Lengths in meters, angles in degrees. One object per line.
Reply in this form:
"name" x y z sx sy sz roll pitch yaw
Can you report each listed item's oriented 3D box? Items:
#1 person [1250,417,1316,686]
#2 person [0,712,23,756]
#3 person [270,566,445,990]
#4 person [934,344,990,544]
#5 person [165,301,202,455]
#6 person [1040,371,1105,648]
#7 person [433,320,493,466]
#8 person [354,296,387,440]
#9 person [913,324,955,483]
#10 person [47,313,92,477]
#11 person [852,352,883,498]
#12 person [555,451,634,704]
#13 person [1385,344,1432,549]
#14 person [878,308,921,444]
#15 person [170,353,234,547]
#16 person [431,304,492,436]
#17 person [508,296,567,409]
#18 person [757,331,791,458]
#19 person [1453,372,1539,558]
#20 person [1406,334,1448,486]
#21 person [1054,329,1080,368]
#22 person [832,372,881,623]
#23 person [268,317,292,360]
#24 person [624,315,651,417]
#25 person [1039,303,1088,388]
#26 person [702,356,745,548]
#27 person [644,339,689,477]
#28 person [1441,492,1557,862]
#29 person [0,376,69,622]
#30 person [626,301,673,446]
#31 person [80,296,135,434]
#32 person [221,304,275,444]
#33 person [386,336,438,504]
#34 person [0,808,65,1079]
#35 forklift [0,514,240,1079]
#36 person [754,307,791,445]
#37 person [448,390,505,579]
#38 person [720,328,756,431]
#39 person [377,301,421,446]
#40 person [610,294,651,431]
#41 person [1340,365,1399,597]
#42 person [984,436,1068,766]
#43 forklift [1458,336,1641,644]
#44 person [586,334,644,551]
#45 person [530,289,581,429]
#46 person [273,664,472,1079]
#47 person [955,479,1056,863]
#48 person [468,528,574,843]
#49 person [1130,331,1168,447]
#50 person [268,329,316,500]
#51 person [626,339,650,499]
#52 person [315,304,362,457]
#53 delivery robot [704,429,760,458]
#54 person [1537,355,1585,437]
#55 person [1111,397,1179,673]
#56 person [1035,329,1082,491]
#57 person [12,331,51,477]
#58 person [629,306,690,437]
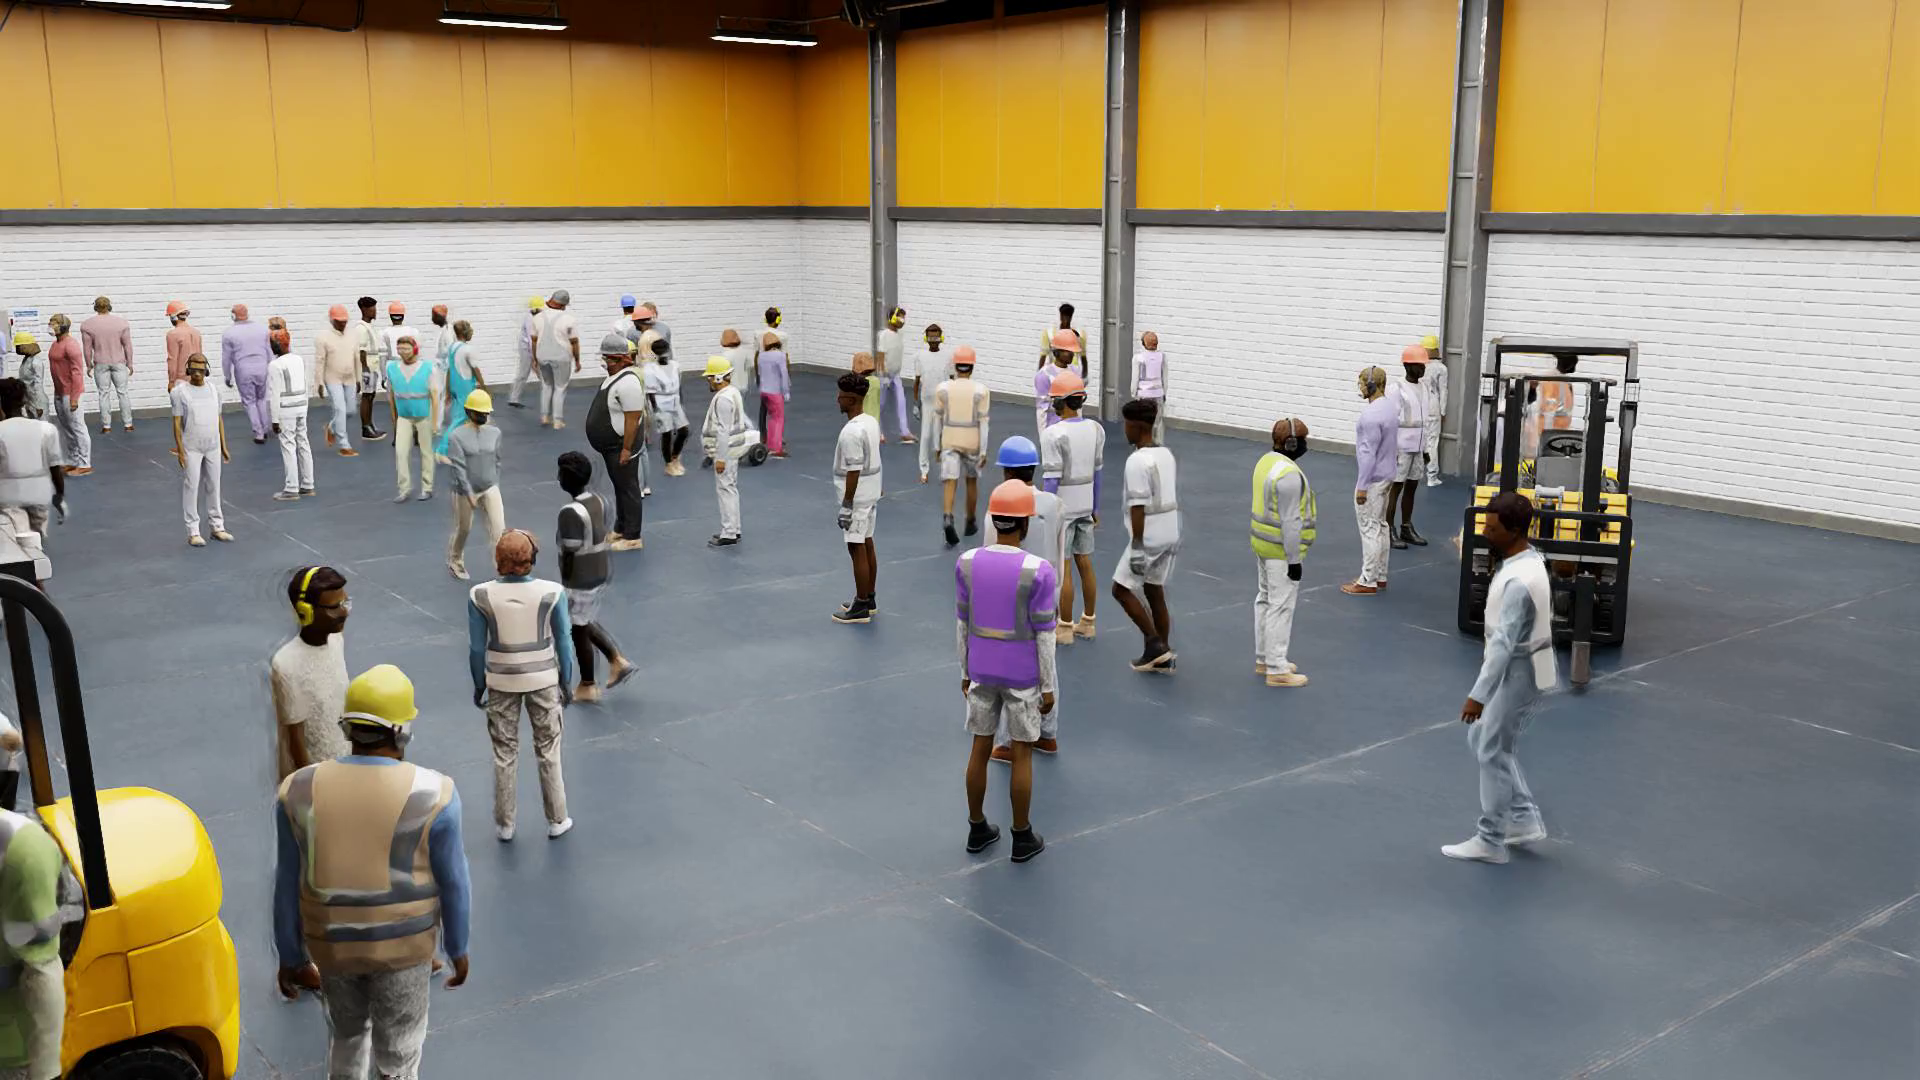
"person" 2.205 0.077 11.381 0.429 1.838 0.632 -1 12 -5
"person" -5.860 0.453 9.678 0.894 1.828 0.635 3 12 13
"person" -2.535 1.010 6.853 0.794 1.839 0.510 2 12 10
"person" 0.004 -0.923 16.037 0.555 1.908 0.893 2 12 10
"person" -10.037 -2.100 21.533 0.410 1.982 0.626 2 12 11
"person" 0.789 -0.228 12.330 0.614 2.041 0.393 -11 16 -42
"person" -6.236 -1.832 20.698 0.965 1.807 0.511 -11 16 -41
"person" -8.108 -2.361 22.817 0.367 1.964 0.609 -2 12 -8
"person" -0.288 -1.583 19.329 0.511 1.862 0.324 0 12 0
"person" -10.631 -1.724 19.809 0.632 1.940 0.372 10 15 41
"person" -1.030 -1.242 18.242 0.271 1.627 0.501 6 13 26
"person" -2.456 0.252 10.873 0.398 1.684 0.545 1 12 6
"person" 4.261 -0.888 15.763 0.545 1.942 0.350 -8 14 -35
"person" -0.875 -2.180 22.275 0.568 1.823 0.886 -11 16 -44
"person" -7.252 -0.869 15.918 0.347 1.841 0.505 9 15 37
"person" -7.054 -2.367 23.171 0.940 1.848 0.581 -4 12 -19
"person" -6.641 -2.915 25.953 0.966 1.772 0.615 0 12 -2
"person" -2.396 -1.863 21.283 0.530 1.610 0.410 10 15 40
"person" 4.794 -0.586 14.644 0.825 1.808 0.627 7 14 32
"person" 5.369 -1.493 19.168 0.487 1.744 0.297 7 13 29
"person" 1.319 -1.758 20.573 0.322 1.692 0.532 -4 12 -18
"person" -0.812 -0.333 13.027 0.367 1.966 0.607 2 12 11
"person" -9.554 -2.332 23.478 0.310 1.636 0.522 -3 12 -13
"person" -4.700 -2.492 24.014 0.322 1.735 0.485 6 13 25
"person" 1.379 -2.238 22.418 0.661 1.898 1.048 1 12 3
"person" -2.248 -0.843 15.851 0.403 1.819 0.601 0 12 -1
"person" -3.454 -1.551 19.624 0.351 1.663 0.593 9 14 36
"person" 2.694 0.694 8.231 0.484 1.903 0.609 2 12 11
"person" -7.411 -0.332 13.144 0.983 1.922 0.617 10 15 41
"person" -4.138 -2.224 22.260 0.636 1.930 0.371 -8 14 -32
"person" -11.923 -2.449 23.310 0.629 1.940 0.373 -6 13 -27
"person" -9.644 -2.247 22.491 0.661 1.870 0.792 -10 15 -40
"person" -5.937 -1.300 18.037 0.577 1.818 0.726 0 12 0
"person" -2.720 1.370 4.677 0.621 2.019 0.615 3 12 15
"forklift" -3.687 1.115 5.480 2.313 2.155 1.214 -9 15 -36
"person" -2.507 -2.178 22.214 0.533 1.855 0.346 4 12 17
"person" -4.141 -0.447 14.205 0.498 1.707 0.963 -9 15 -37
"person" -2.876 -1.934 21.597 0.471 1.616 0.536 7 14 32
"person" -7.450 -2.208 22.151 0.547 1.938 0.379 -5 13 -25
"person" -4.645 -2.502 23.581 0.622 1.936 0.423 -5 13 -23
"person" 3.449 -0.492 13.899 0.385 1.929 0.635 6 13 28
"person" 0.364 0.356 9.771 0.614 1.939 0.417 -10 16 -41
"forklift" 4.683 -0.471 13.136 1.214 2.155 2.313 4 12 20
"person" -3.255 -0.926 15.709 0.536 2.000 0.672 -5 13 -22
"person" -5.786 -2.637 23.969 0.713 2.000 0.677 3 12 14
"person" -1.917 1.312 5.479 0.605 1.803 0.497 0 12 0
"person" 0.241 0.655 8.350 0.544 1.930 0.389 6 13 28
"person" -2.255 0.756 8.577 0.518 1.636 0.315 -2 12 -10
"person" 2.375 -1.796 20.882 0.513 1.641 0.309 -4 12 -20
"person" -7.372 -1.377 18.286 0.360 1.880 0.575 3 12 15
"person" -3.627 -1.327 18.315 0.321 1.765 0.533 2 12 9
"person" -8.025 -2.066 21.398 0.752 1.964 0.636 8 14 35
"delivery robot" -2.815 -1.220 20.508 0.477 0.478 0.707 10 16 41
"person" 6.025 -1.078 16.745 0.536 1.914 0.635 8 14 34
"person" 1.283 -0.009 11.519 0.462 1.939 0.686 6 13 29
"person" 1.008 -1.062 16.400 0.611 2.032 0.411 -11 16 -43
"person" -10.996 -1.606 19.732 0.484 1.737 0.322 11 16 43
"person" -3.987 -2.090 21.646 0.785 1.906 0.547 3 12 12
